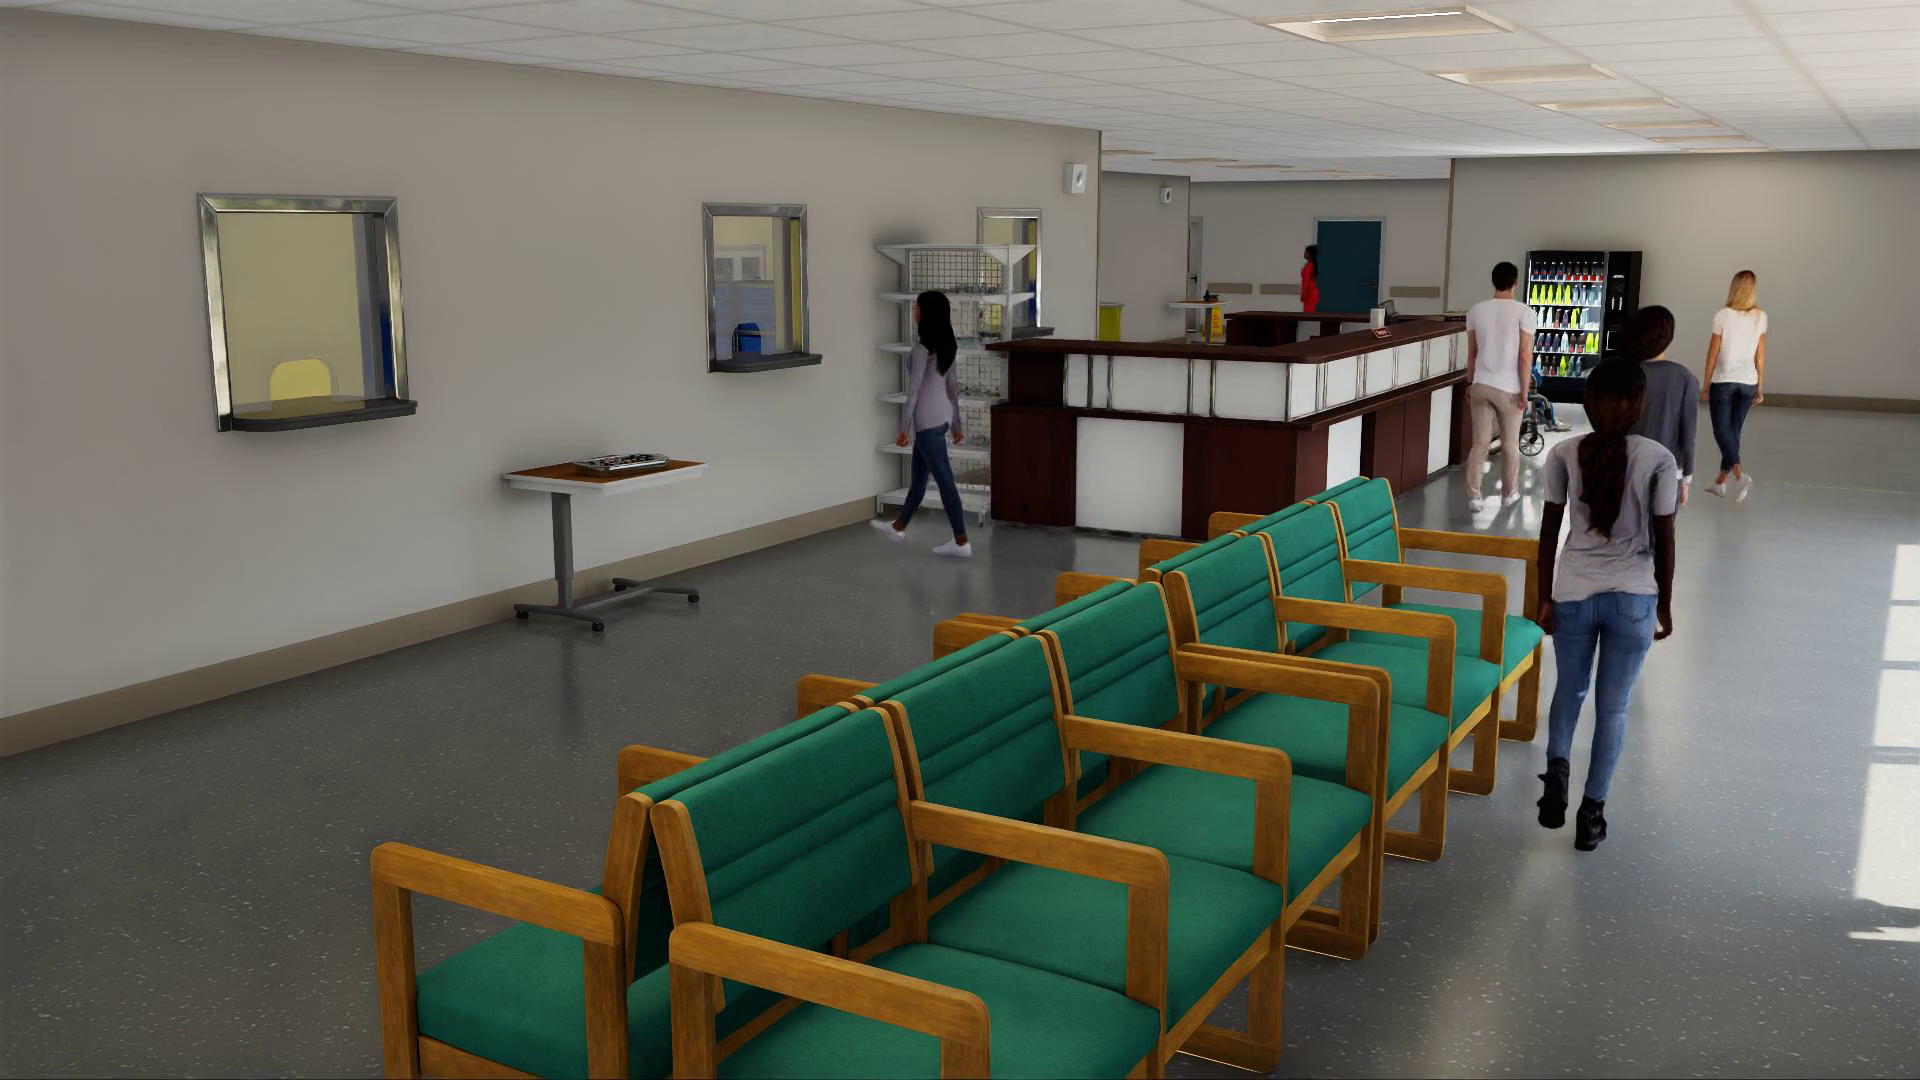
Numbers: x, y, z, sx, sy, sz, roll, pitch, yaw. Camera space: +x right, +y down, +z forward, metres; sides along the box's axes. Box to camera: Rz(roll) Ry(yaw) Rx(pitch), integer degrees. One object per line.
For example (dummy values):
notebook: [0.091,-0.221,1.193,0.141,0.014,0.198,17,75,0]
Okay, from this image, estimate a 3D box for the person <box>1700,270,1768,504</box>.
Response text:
person: [6.004,-1.157,12.829,1.117,1.784,1.017,0,11,0]

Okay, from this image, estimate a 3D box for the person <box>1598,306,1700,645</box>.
person: [3.356,-0.256,8.151,0.609,1.758,0.727,3,11,17]

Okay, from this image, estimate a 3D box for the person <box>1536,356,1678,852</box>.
person: [2.171,0.246,5.642,0.614,1.708,0.645,6,12,30]

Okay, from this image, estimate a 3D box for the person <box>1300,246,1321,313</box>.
person: [6.221,-4.248,29.159,0.690,1.770,0.633,5,12,26]

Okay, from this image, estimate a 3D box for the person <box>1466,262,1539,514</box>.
person: [3.900,-1.065,12.217,1.156,1.833,0.751,7,13,32]

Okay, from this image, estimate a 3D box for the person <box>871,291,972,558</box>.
person: [-0.099,-0.718,10.742,1.045,1.700,0.664,6,12,27]
